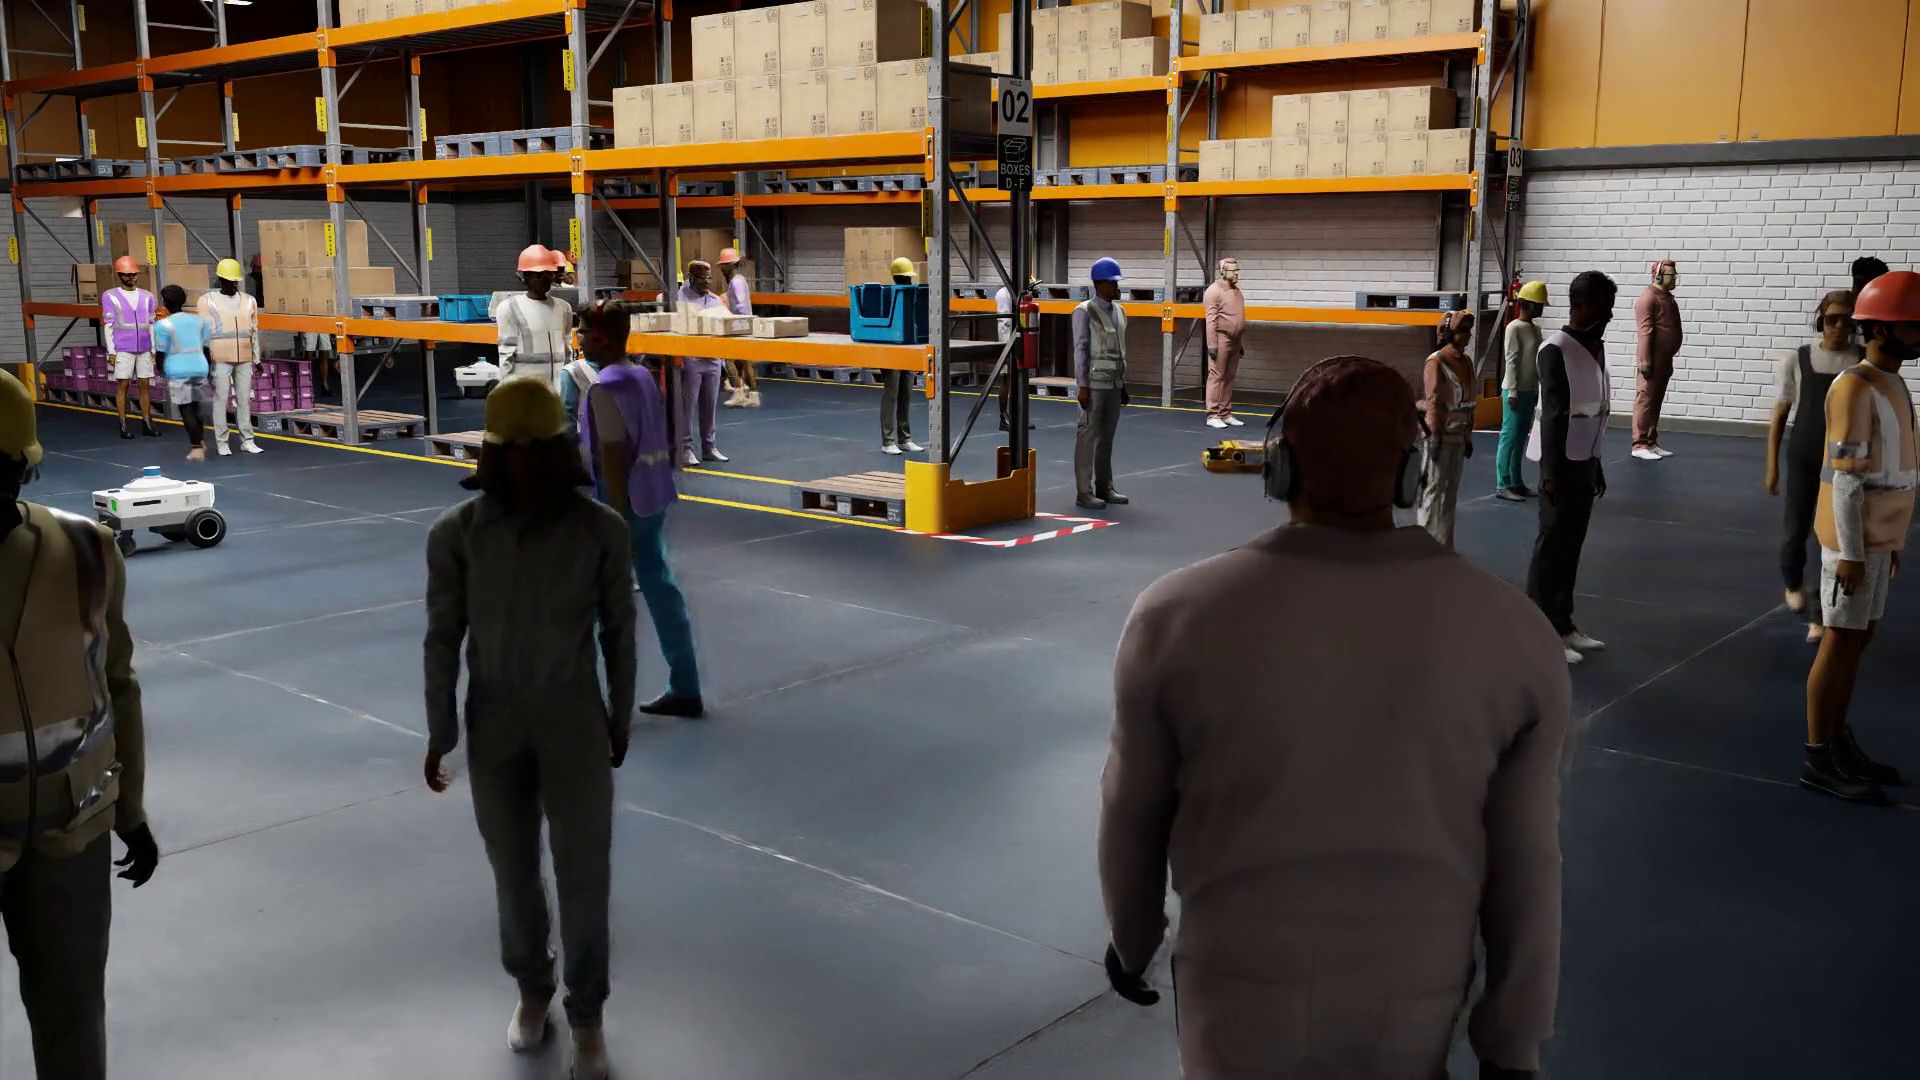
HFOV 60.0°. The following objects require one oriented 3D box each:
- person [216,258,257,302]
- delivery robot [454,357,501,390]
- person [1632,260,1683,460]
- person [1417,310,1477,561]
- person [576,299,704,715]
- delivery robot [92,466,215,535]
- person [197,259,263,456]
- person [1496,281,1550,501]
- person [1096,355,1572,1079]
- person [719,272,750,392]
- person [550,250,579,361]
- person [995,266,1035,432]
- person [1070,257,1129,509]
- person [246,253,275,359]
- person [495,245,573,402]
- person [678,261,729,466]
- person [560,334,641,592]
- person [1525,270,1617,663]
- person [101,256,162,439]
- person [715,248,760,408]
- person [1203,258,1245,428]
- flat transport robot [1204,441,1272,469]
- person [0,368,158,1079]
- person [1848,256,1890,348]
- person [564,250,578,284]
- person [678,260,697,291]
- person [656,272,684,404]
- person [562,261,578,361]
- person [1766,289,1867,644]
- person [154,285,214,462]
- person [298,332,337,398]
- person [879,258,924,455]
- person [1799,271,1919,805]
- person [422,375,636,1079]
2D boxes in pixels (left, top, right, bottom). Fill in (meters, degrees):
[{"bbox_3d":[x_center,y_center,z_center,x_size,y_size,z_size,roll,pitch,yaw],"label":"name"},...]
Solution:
[{"bbox_3d":[-11.086,-3.406,25.633,1.030,1.872,0.664,10,14,44],"label":"person"},{"bbox_3d":[-6.423,-2.218,22.371,0.707,0.478,0.477,1,10,4],"label":"delivery robot"},{"bbox_3d":[6.731,-1.733,16.032,0.409,1.909,0.639,8,13,40],"label":"person"},{"bbox_3d":[3.071,-0.623,10.479,0.308,1.638,0.511,8,13,40],"label":"person"},{"bbox_3d":[-1.541,-0.126,7.173,0.946,1.794,0.590,2,10,11],"label":"person"},{"bbox_3d":[-5.409,-0.250,11.166,0.477,0.478,0.707,8,13,40],"label":"delivery robot"},{"bbox_3d":[-7.126,-1.786,16.299,0.375,1.919,0.584,8,13,40],"label":"person"},{"bbox_3d":[4.547,-1.197,13.403,0.321,1.761,0.522,8,13,40],"label":"person"},{"bbox_3d":[0.529,0.651,2.590,0.642,1.862,0.933,0,10,-3],"label":"person"},{"bbox_3d":[-3.194,-2.954,23.583,0.319,1.696,0.532,8,13,40],"label":"person"},{"bbox_3d":[-4.342,-2.113,17.944,0.377,1.995,0.608,8,13,40],"label":"person"},{"bbox_3d":[0.639,-2.167,18.439,0.368,1.929,0.542,8,13,40],"label":"person"},{"bbox_3d":[1.110,-1.228,13.037,0.387,1.948,0.602,8,13,40],"label":"person"},{"bbox_3d":[-11.282,-3.646,26.797,0.639,1.951,0.808,1,10,8],"label":"person"},{"bbox_3d":[-2.949,-1.046,11.733,0.375,2.044,0.605,8,13,40],"label":"person"},{"bbox_3d":[-2.434,-1.658,15.622,0.409,1.903,0.639,8,13,40],"label":"person"},{"bbox_3d":[-2.085,-0.484,9.678,0.308,1.640,0.511,8,13,40],"label":"person"},{"bbox_3d":[3.028,-0.371,8.255,0.393,1.915,0.589,8,13,40],"label":"person"},{"bbox_3d":[-8.819,-2.049,17.744,0.358,1.938,0.542,8,13,40],"label":"person"},{"bbox_3d":[-2.820,-2.655,20.972,0.640,2.011,0.693,-1,10,-8],"label":"person"},{"bbox_3d":[3.022,-2.226,18.838,0.409,1.909,0.639,8,13,40],"label":"person"},{"bbox_3d":[2.977,-0.784,15.282,1.431,0.197,0.652,1,10,5],"label":"flat transport robot"},{"bbox_3d":[-1.856,0.559,3.220,0.403,1.823,0.586,8,13,40],"label":"person"},{"bbox_3d":[6.897,-1.202,12.859,0.371,1.959,0.602,8,13,40],"label":"person"},{"bbox_3d":[-6.177,-3.592,26.388,0.388,1.987,0.608,8,13,40],"label":"person"},{"bbox_3d":[-4.113,-3.423,25.861,0.403,1.833,0.586,8,13,40],"label":"person"},{"bbox_3d":[-3.706,-2.638,21.607,0.321,1.761,0.522,8,13,40],"label":"person"},{"bbox_3d":[-5.730,-3.150,24.306,0.403,1.833,0.586,8,13,40],"label":"person"},{"bbox_3d":[4.534,-0.410,8.756,0.513,1.823,0.810,4,11,24],"label":"person"},{"bbox_3d":[-7.384,-1.577,15.769,0.548,1.674,0.545,6,12,31],"label":"person"},{"bbox_3d":[-8.715,-2.884,22.522,0.368,1.929,0.542,8,13,40],"label":"person"},{"bbox_3d":[-0.580,-1.811,16.418,0.367,1.927,0.584,8,13,40],"label":"person"},{"bbox_3d":[3.362,-0.012,6.141,0.358,1.938,0.542,8,13,40],"label":"person"},{"bbox_3d":[-1.041,0.465,4.052,0.497,1.725,0.621,-1,10,-6],"label":"person"}]
